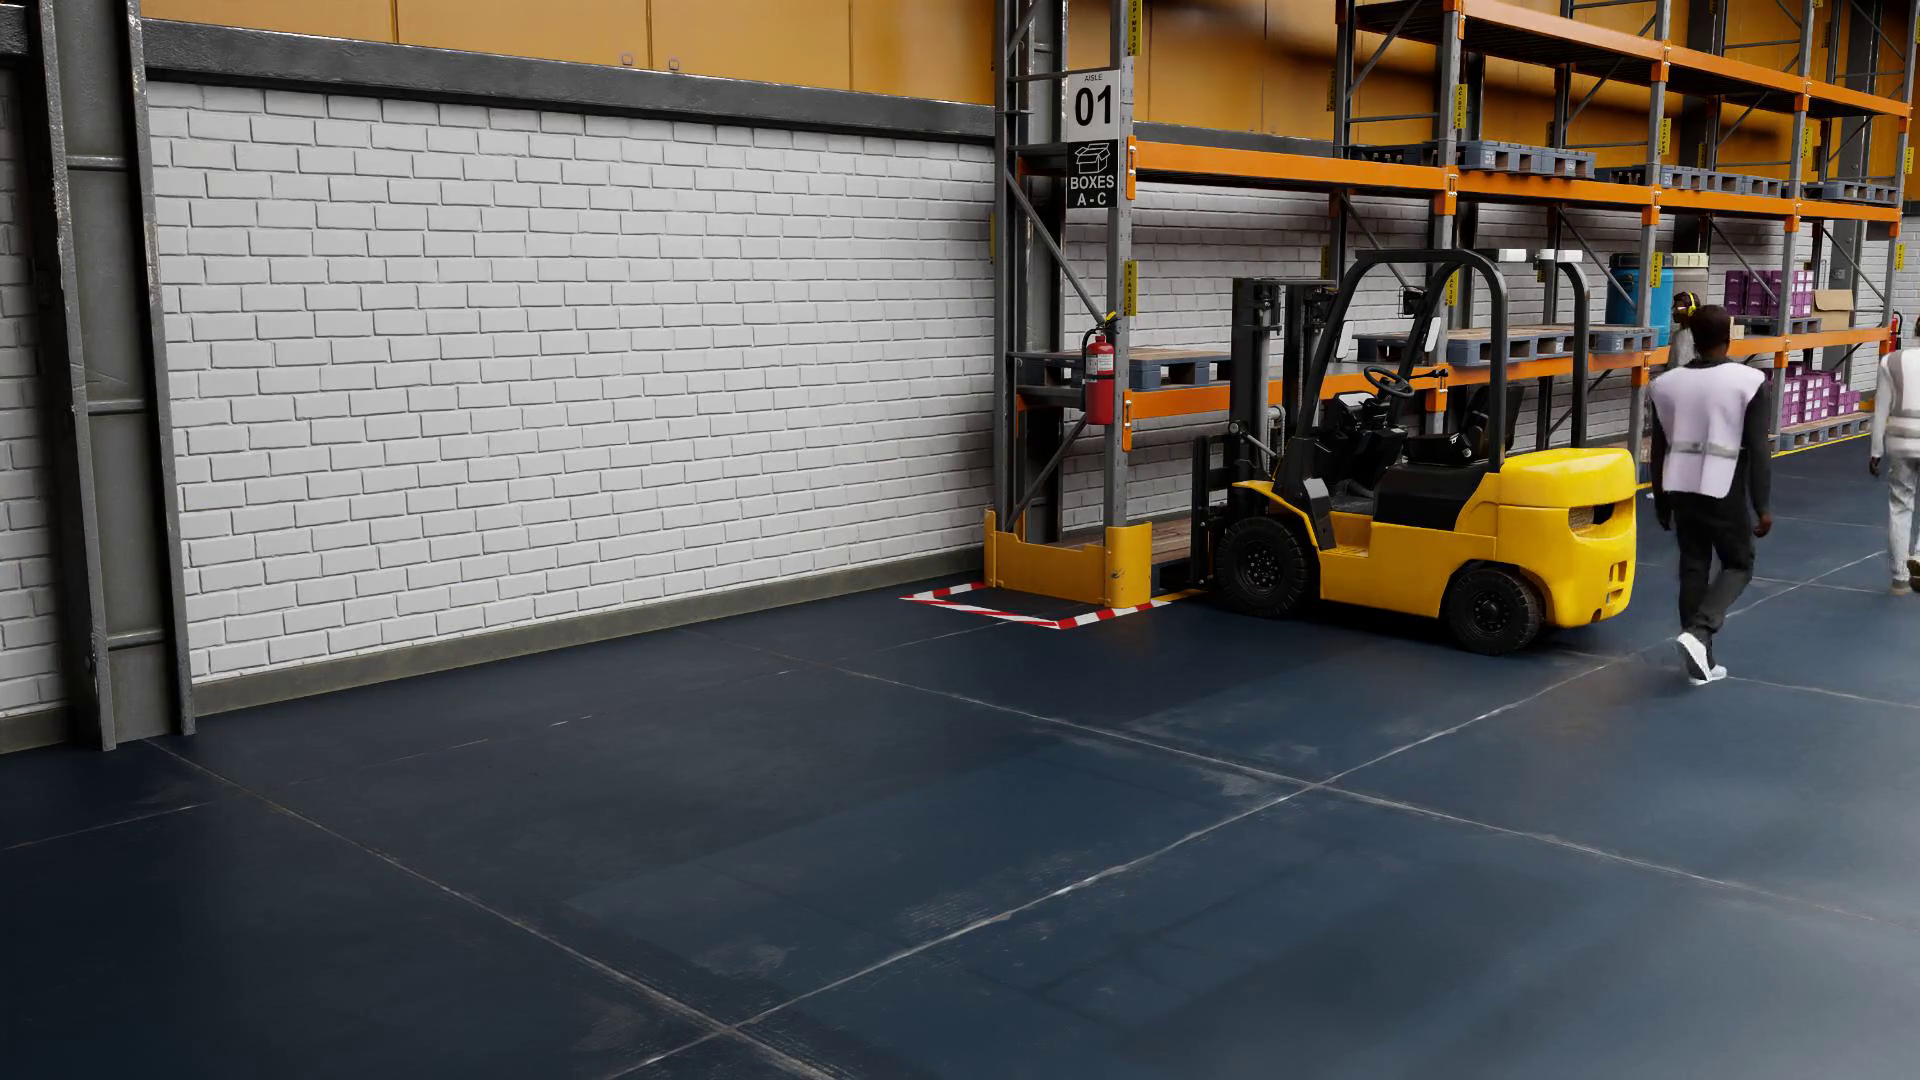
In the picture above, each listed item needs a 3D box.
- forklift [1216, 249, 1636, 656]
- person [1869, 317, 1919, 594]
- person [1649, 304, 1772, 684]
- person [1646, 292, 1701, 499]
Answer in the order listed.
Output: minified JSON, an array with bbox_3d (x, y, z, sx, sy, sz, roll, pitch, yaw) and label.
[{"bbox_3d":[2.710,-0.584,9.626,2.313,2.155,1.214,9,13,43],"label":"forklift"},{"bbox_3d":[6.018,-0.553,10.436,0.580,1.870,0.540,7,11,35],"label":"person"},{"bbox_3d":[3.690,-0.211,8.239,0.483,1.896,0.636,-7,12,-39],"label":"person"},{"bbox_3d":[6.389,-1.258,14.751,0.320,1.871,0.533,-1,9,-8],"label":"person"}]
